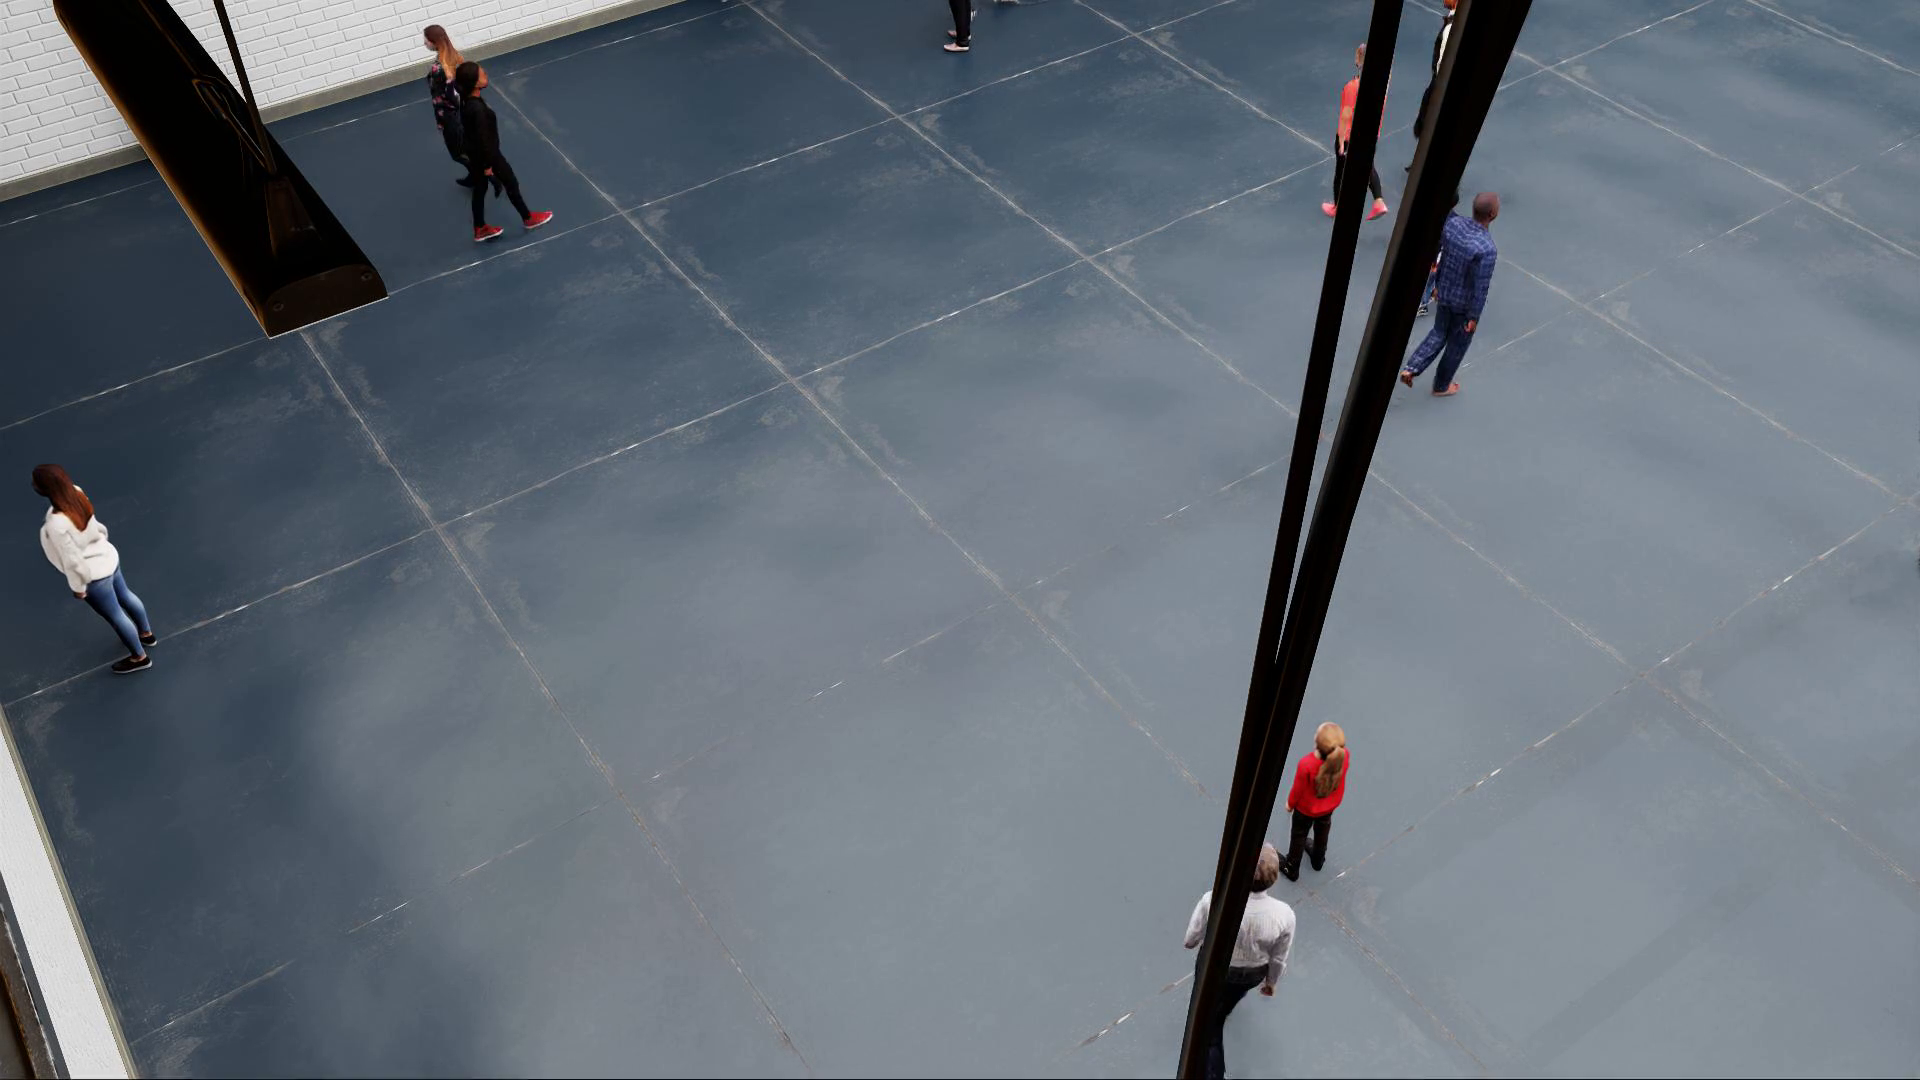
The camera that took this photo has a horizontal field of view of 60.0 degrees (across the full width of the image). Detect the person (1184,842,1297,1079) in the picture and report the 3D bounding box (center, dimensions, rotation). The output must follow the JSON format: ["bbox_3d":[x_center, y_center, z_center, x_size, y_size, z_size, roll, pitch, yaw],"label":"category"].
[{"bbox_3d":[1.361,2.214,8.357,1.200,1.778,1.192,3,44,3],"label":"person"}]

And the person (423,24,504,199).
[{"bbox_3d":[-4.385,-3.736,14.684,0.936,1.665,0.925,16,46,17],"label":"person"}]

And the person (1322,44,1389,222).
[{"bbox_3d":[3.498,-3.468,14.389,0.838,1.684,0.720,-18,47,-18],"label":"person"}]

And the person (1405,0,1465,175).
[{"bbox_3d":[4.424,-4.011,14.805,0.872,1.896,0.840,29,51,27],"label":"person"}]

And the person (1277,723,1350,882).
[{"bbox_3d":[2.027,1.480,9.487,0.497,1.281,0.593,-16,46,-16],"label":"person"}]

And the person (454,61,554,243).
[{"bbox_3d":[-4.141,-3.277,14.216,0.920,1.645,0.616,-29,51,-27],"label":"person"}]

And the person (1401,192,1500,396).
[{"bbox_3d":[3.694,-1.803,12.550,0.810,1.811,0.703,-20,47,-20],"label":"person"}]

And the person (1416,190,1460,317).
[{"bbox_3d":[3.910,-2.353,13.560,0.673,1.213,0.618,-9,44,-9],"label":"person"}]

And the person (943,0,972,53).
[{"bbox_3d":[-0.007,-5.755,16.853,0.861,1.597,0.796,9,44,9],"label":"person"}]

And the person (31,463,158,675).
[{"bbox_3d":[-5.501,0.168,10.567,0.716,1.692,0.703,-3,44,-3],"label":"person"}]
